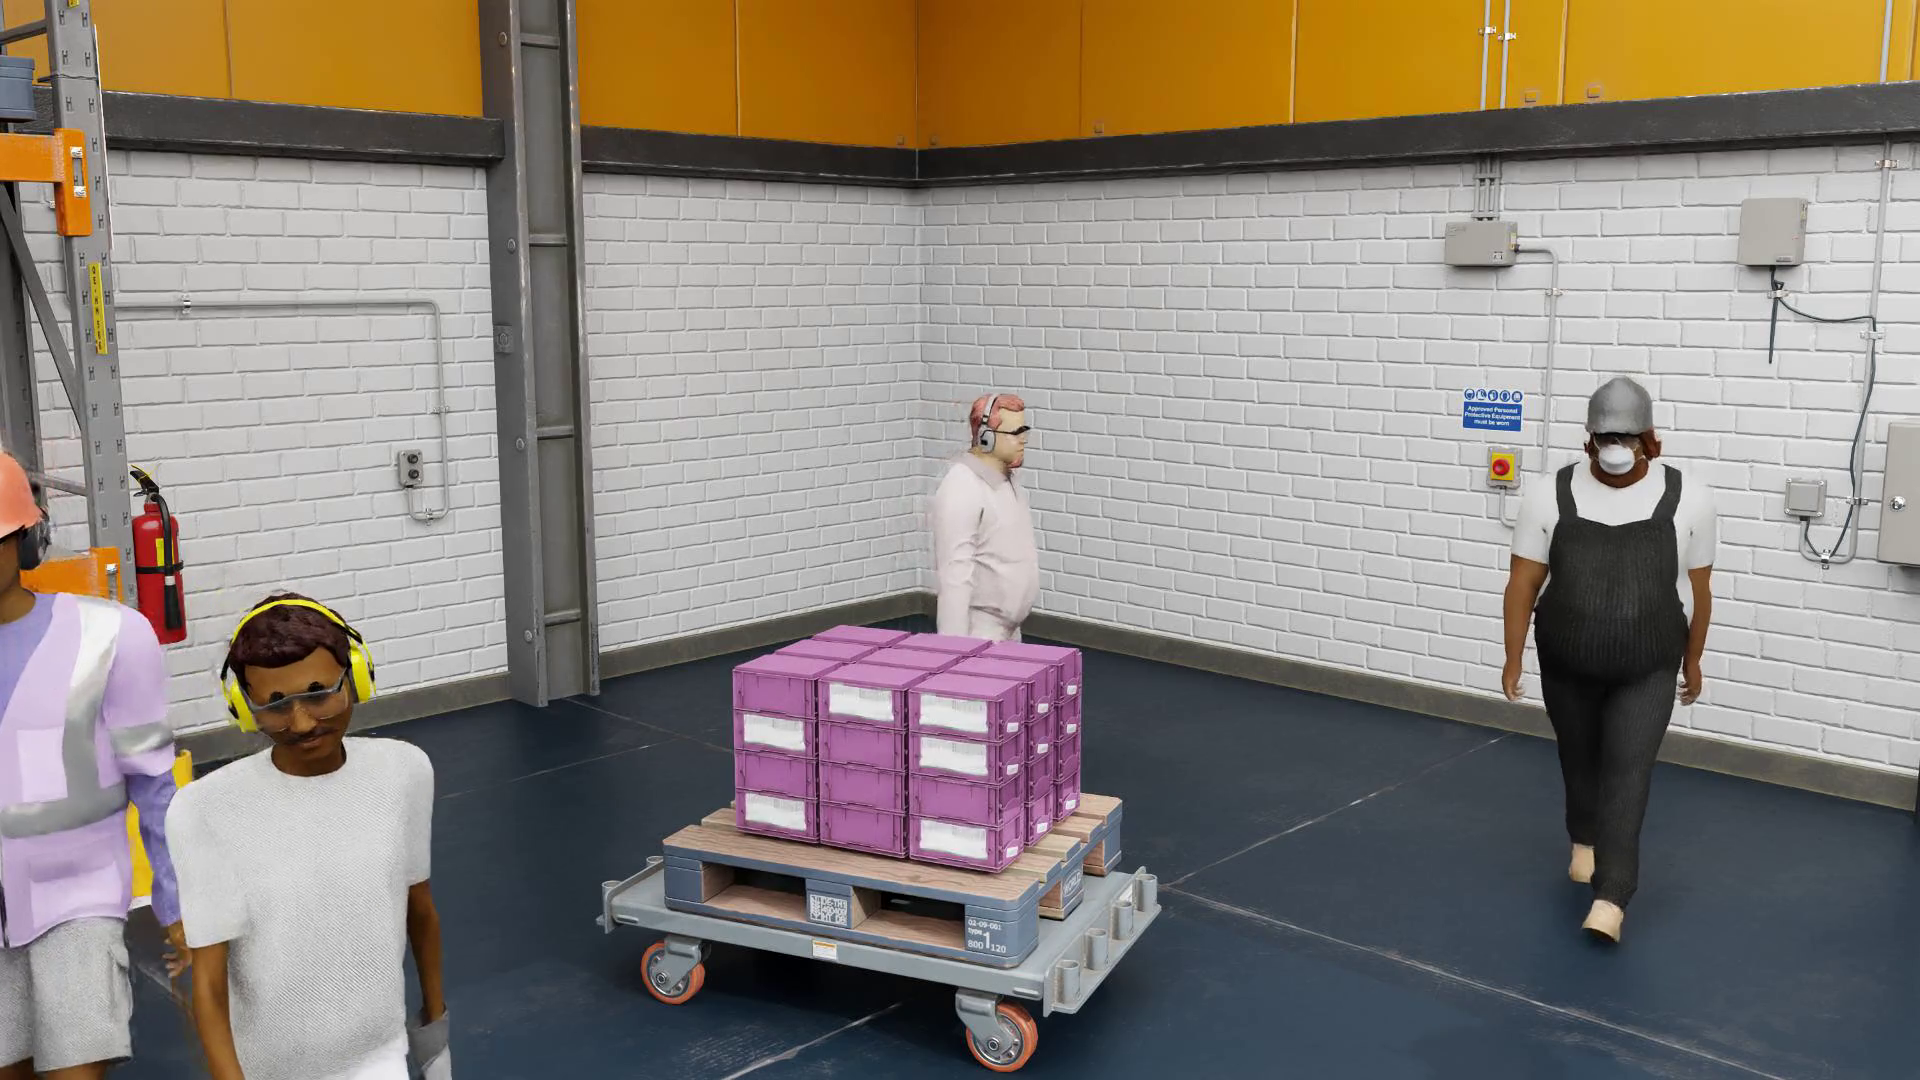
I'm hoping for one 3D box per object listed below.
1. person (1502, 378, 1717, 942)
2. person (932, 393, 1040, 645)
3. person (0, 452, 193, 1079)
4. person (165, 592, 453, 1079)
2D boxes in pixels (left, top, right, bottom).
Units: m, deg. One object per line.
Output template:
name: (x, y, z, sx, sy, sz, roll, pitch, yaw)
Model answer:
person: (2.354, 0.362, 6.091, 0.694, 2.000, 1.039, 5, 10, 27)
person: (0.011, 0.352, 6.616, 0.627, 1.892, 0.659, 3, 10, 17)
person: (-1.973, 0.804, 3.440, 0.653, 2.013, 0.748, -2, 9, -13)
person: (-1.125, 0.983, 3.023, 0.507, 1.797, 1.043, -8, 12, -39)
